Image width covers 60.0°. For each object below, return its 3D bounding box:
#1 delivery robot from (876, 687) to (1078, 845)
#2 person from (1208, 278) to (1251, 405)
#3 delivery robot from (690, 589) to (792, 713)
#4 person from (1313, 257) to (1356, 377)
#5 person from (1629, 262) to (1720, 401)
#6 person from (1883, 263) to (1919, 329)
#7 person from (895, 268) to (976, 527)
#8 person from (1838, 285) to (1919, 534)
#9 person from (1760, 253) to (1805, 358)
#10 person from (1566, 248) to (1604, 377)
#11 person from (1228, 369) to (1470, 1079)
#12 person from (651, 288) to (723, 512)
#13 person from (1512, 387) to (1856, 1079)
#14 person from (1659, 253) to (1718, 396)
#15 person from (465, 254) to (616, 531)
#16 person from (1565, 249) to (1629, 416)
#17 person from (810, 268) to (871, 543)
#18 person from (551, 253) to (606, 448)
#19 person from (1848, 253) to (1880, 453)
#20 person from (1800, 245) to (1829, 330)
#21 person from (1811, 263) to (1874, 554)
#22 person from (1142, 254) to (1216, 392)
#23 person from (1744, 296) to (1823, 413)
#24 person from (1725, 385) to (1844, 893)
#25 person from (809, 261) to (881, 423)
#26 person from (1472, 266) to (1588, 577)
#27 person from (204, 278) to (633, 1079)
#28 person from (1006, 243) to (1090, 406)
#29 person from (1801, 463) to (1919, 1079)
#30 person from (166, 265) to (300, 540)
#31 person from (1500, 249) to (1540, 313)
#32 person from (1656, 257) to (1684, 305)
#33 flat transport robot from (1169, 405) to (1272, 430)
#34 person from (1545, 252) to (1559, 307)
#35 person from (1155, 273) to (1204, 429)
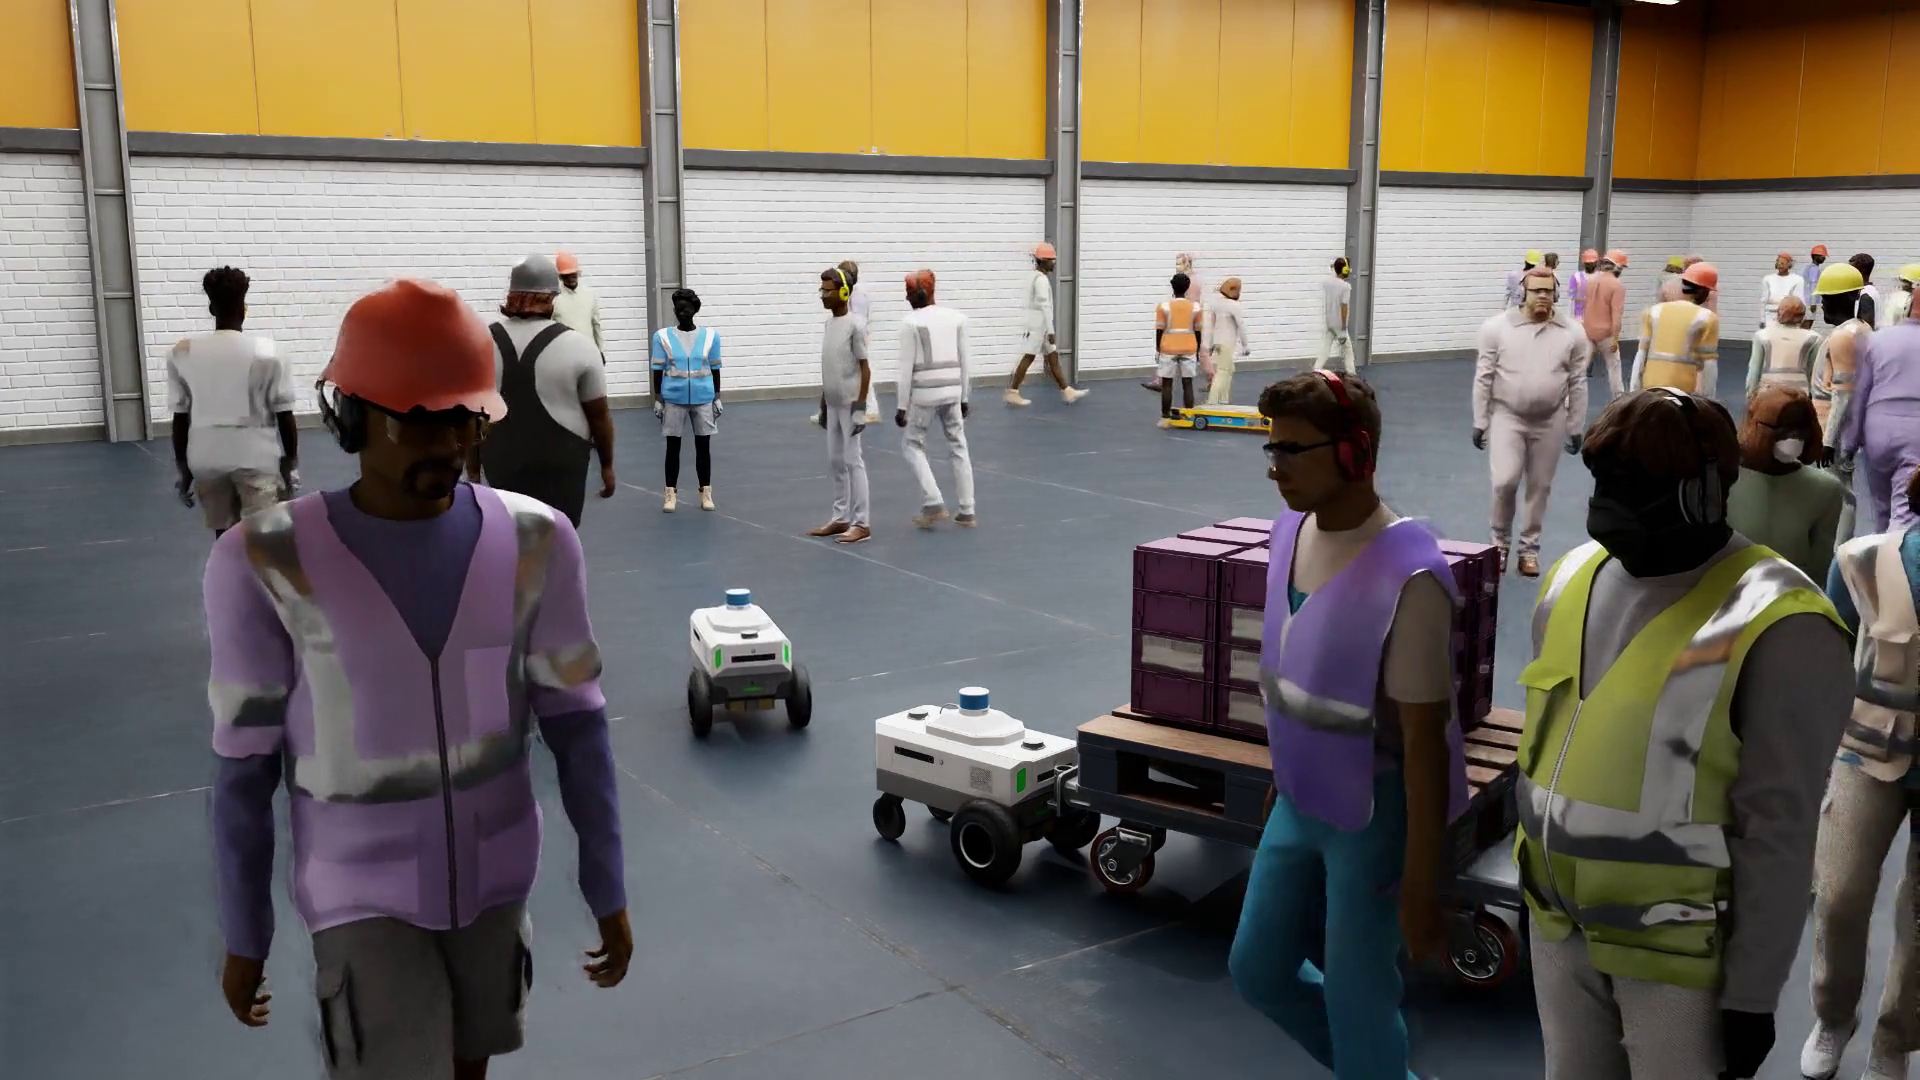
[{"bbox_3d":[0.046,0.741,5.627,0.707,0.478,0.477,9,14,41],"label":"delivery robot"},{"bbox_3d":[3.163,-2.267,19.510,0.648,1.599,0.511,-5,12,-27],"label":"person"},{"bbox_3d":[-0.954,0.456,7.190,0.477,0.478,0.707,-3,11,-17],"label":"delivery robot"},{"bbox_3d":[4.943,-2.786,21.759,0.973,1.819,0.542,-5,12,-27],"label":"person"},{"bbox_3d":[5.375,-1.137,12.526,0.592,1.884,0.583,-9,13,-39],"label":"person"},{"bbox_3d":[9.504,-1.864,16.724,0.416,1.819,0.594,2,11,13],"label":"person"},{"bbox_3d":[-0.162,-0.997,11.852,0.657,1.858,0.459,-8,13,-38],"label":"person"},{"bbox_3d":[5.364,-0.538,9.426,0.649,1.826,1.052,8,13,39],"label":"person"},{"bbox_3d":[11.959,-3.243,24.194,0.585,1.852,0.926,8,13,38],"label":"person"},{"bbox_3d":[9.353,-3.389,24.803,0.593,1.913,0.609,3,11,14],"label":"person"},{"bbox_3d":[0.785,0.568,3.351,0.432,1.823,0.669,-3,11,-16],"label":"person"},{"bbox_3d":[-2.059,-1.049,12.575,0.533,1.691,0.316,-2,11,-13],"label":"person"},{"bbox_3d":[1.156,0.658,2.841,0.428,1.838,0.619,-4,11,-20],"label":"person"},{"bbox_3d":[8.140,-2.250,18.630,0.646,1.892,0.431,8,13,36],"label":"person"},{"bbox_3d":[-2.041,-0.427,8.213,0.699,2.000,1.014,1,10,5],"label":"person"},{"bbox_3d":[7.445,-2.377,19.215,1.041,1.923,0.654,-4,11,-23],"label":"person"},{"bbox_3d":[-0.807,-0.914,11.356,0.310,1.868,0.533,-7,13,-35],"label":"person"},{"bbox_3d":[-3.838,-1.878,16.523,0.689,1.921,1.033,-5,12,-27],"label":"person"},{"bbox_3d":[8.673,-1.798,16.066,0.376,1.917,0.600,4,11,21],"label":"person"},{"bbox_3d":[14.845,-4.154,28.948,0.384,1.930,0.547,3,11,17],"label":"person"},{"bbox_3d":[5.096,-0.639,9.694,0.383,1.923,0.589,7,13,34],"label":"person"},{"bbox_3d":[3.008,-2.881,22.210,1.054,1.852,0.657,-1,10,-6],"label":"person"},{"bbox_3d":[6.569,-1.133,13.257,0.543,1.597,0.832,6,12,29],"label":"person"},{"bbox_3d":[2.578,0.314,5.355,0.517,1.602,0.766,1,10,7],"label":"person"},{"bbox_3d":[-1.258,-2.191,18.532,0.793,1.809,0.650,-4,11,-21],"label":"person"},{"bbox_3d":[3.490,-0.713,10.171,0.671,1.893,0.448,1,10,7],"label":"person"},{"bbox_3d":[-0.823,0.596,2.696,0.623,2.001,0.934,-7,13,-36],"label":"person"},{"bbox_3d":[1.057,-2.623,20.380,1.071,1.984,0.632,0,10,-1],"label":"person"},{"bbox_3d":[2.262,0.560,3.926,0.529,1.617,0.411,7,13,34],"label":"person"},{"bbox_3d":[-3.608,-0.381,8.250,0.615,1.947,0.727,-1,10,-7],"label":"person"},{"bbox_3d":[8.681,-3.532,25.674,0.674,1.875,0.656,3,11,18],"label":"person"},{"bbox_3d":[12.412,-4.069,29.103,0.371,1.710,0.545,-8,13,-38],"label":"person"},{"bbox_3d":[3.029,-1.318,17.954,1.431,0.197,0.652,7,13,35],"label":"flat transport robot"},{"bbox_3d":[9.636,-3.838,27.512,0.496,1.825,0.557,-3,11,-18],"label":"person"},{"bbox_3d":[2.375,-2.039,18.030,0.539,1.684,0.334,-1,10,-5],"label":"person"}]
